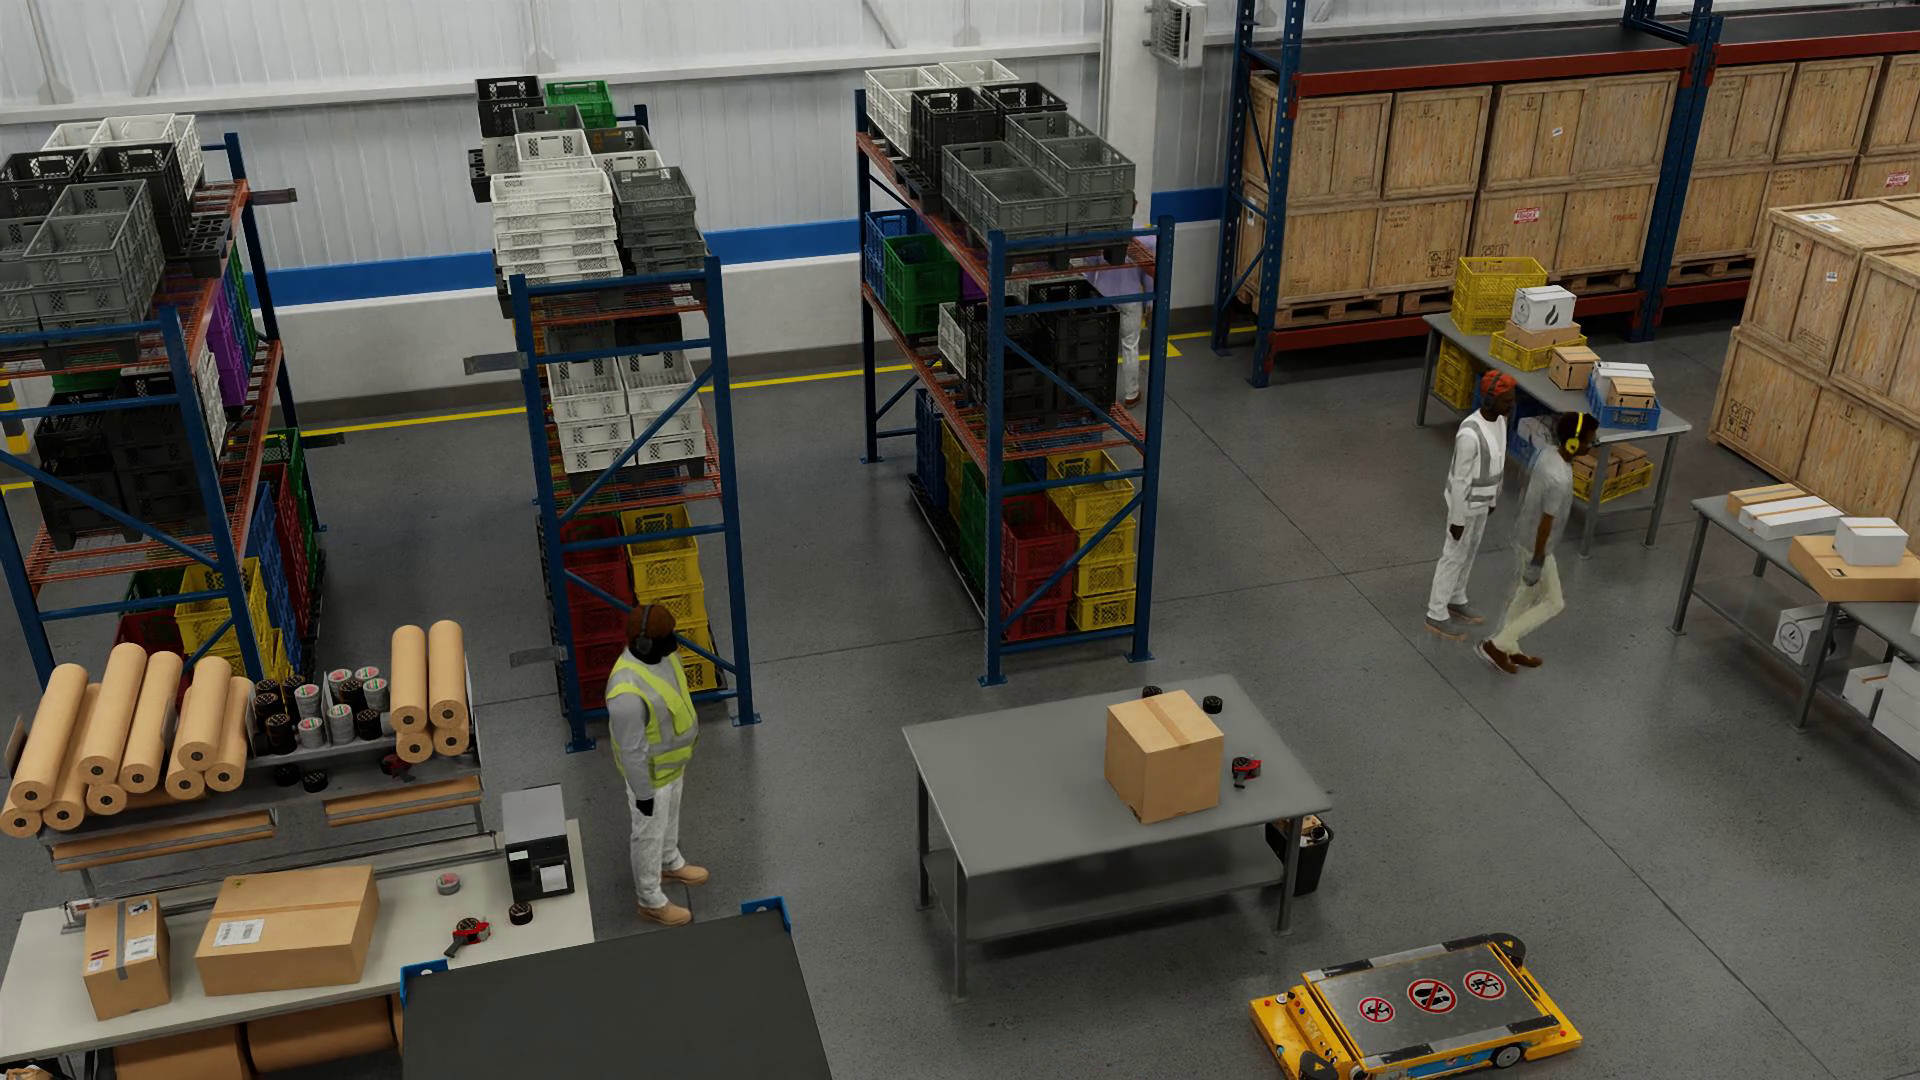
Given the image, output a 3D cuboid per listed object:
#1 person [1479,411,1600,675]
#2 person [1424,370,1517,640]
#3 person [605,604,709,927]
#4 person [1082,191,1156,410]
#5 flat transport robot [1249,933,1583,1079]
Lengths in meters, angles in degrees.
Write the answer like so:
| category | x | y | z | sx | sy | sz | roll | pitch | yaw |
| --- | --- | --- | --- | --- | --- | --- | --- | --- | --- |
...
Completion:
| category | x | y | z | sx | sy | sz | roll | pitch | yaw |
| --- | --- | --- | --- | --- | --- | --- | --- | --- | --- |
| person | 3.655 | 0.030 | 10.449 | 0.393 | 1.851 | 0.548 | 3 | 29 | 5 |
| person | 3.365 | -0.245 | 10.925 | 0.343 | 1.878 | 0.578 | 21 | 35 | 33 |
| person | -1.538 | 1.128 | 8.481 | 0.430 | 1.832 | 0.629 | 4 | 29 | 7 |
| person | 1.338 | -2.044 | 14.137 | 0.629 | 1.936 | 0.374 | 6 | 29 | 11 |
| flat transport robot | 2.184 | 2.282 | 7.980 | 1.431 | 0.197 | 0.652 | -8 | 30 | -14 |
